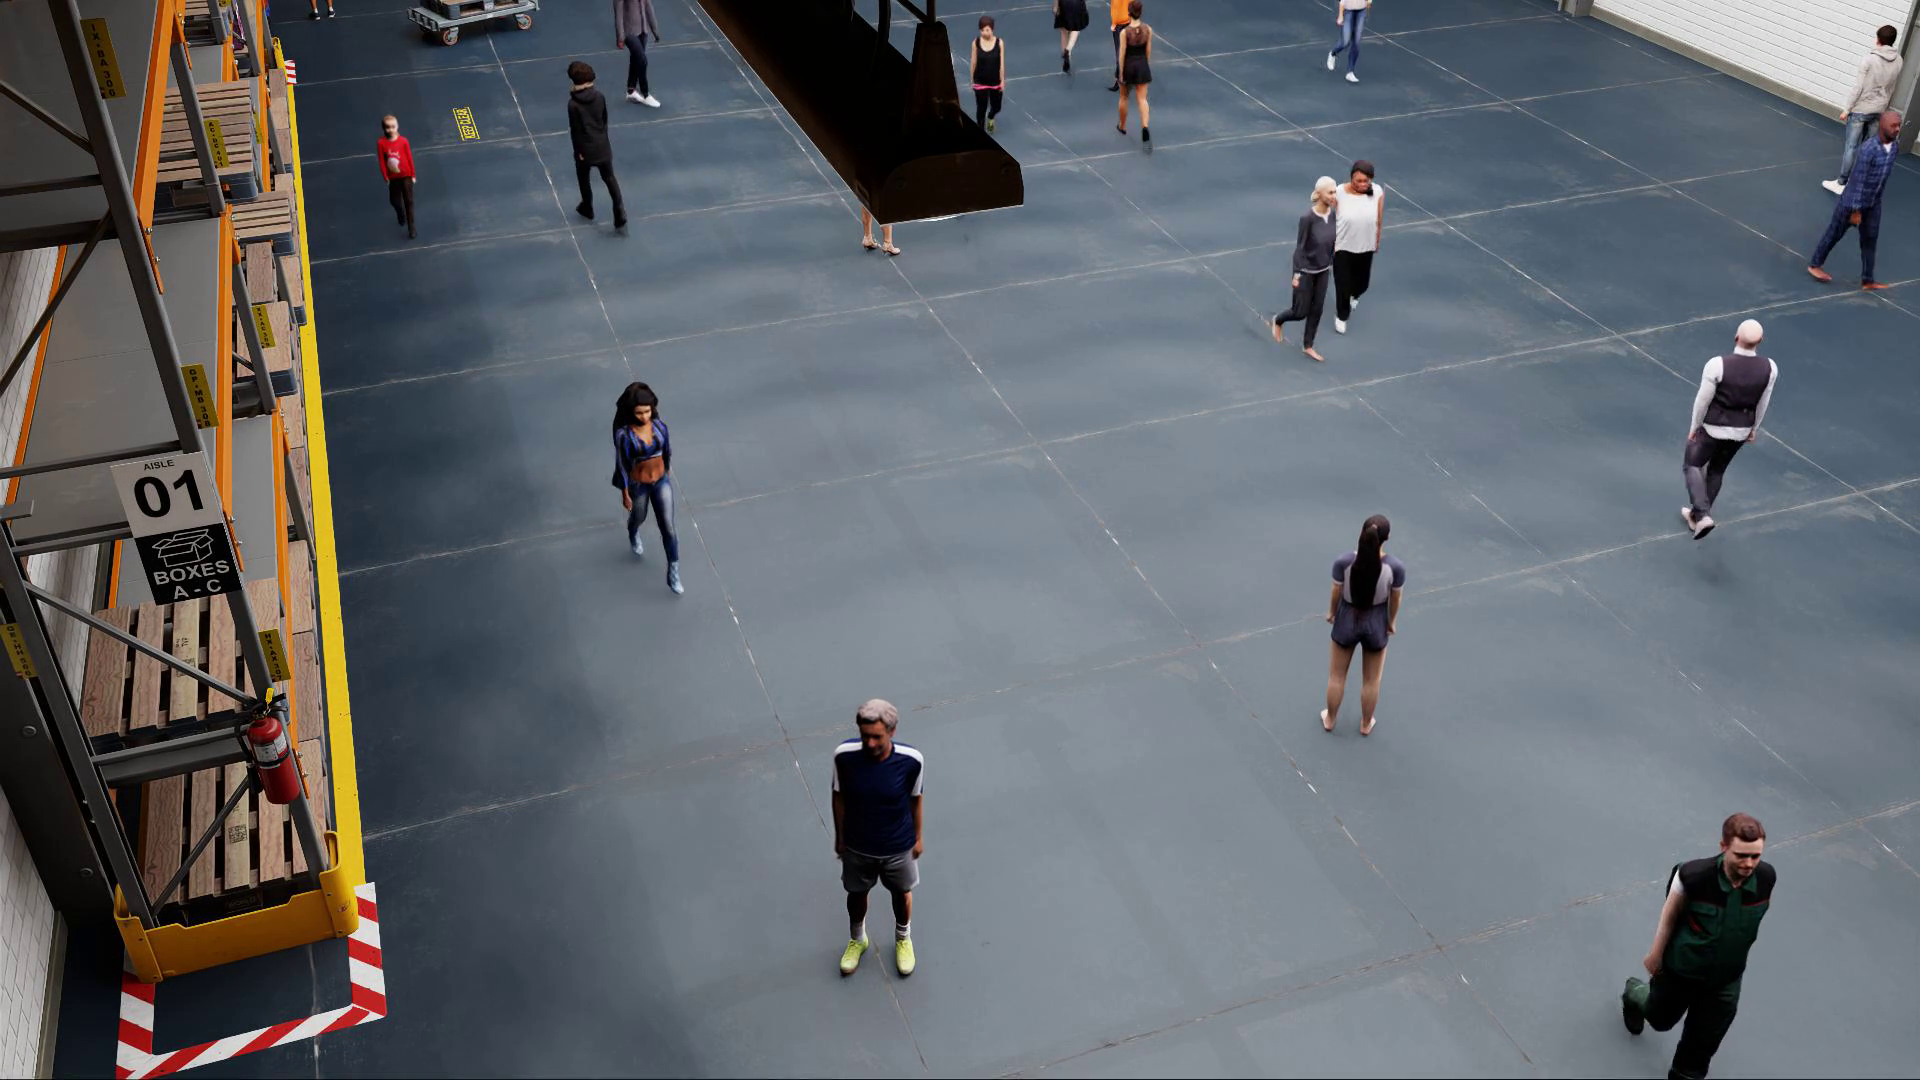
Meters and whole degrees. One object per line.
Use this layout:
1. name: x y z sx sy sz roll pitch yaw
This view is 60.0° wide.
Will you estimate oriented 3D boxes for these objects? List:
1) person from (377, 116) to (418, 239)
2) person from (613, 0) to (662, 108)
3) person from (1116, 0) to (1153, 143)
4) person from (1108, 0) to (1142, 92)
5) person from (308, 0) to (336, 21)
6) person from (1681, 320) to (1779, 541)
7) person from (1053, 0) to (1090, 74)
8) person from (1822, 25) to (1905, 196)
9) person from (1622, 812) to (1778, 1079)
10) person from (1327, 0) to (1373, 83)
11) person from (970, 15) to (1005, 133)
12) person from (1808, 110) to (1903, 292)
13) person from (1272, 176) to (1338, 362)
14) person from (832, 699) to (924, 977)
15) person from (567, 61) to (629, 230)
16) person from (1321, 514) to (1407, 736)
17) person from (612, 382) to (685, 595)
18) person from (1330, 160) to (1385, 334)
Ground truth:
1. person: -5.902 -3.849 17.513 0.508 1.273 0.689 -9 35 -13
2. person: -4.144 -6.343 20.793 1.055 1.794 0.991 18 37 25
3. person: 2.094 -5.530 19.698 0.686 1.653 1.044 -6 34 -9
4. person: 2.123 -6.610 21.237 0.680 1.748 0.651 -23 40 -30
5. person: -9.358 -8.419 23.932 0.648 1.776 0.573 -17 37 -24
6. person: 5.695 -0.767 12.396 0.928 1.804 1.086 2 34 4
7. person: 1.467 -6.959 21.772 0.848 1.737 0.943 5 34 7
8. person: 9.998 -4.728 18.317 0.701 1.846 0.622 -6 34 -9
9. person: 3.616 2.027 8.180 0.916 1.818 1.192 0 34 1
10. person: 5.073 -6.846 21.629 0.636 1.707 0.804 -10 35 -14
11. person: 0.332 -5.469 19.714 0.679 1.533 0.836 -2 34 -2
12. person: 8.761 -3.354 16.315 0.698 1.775 1.076 -13 36 -19
13. person: 3.132 -2.484 15.059 0.718 1.715 0.851 -19 38 -26
14. person: -0.433 1.569 8.850 0.711 1.838 0.688 1 34 2
15. person: -3.817 -4.128 17.498 0.810 1.753 1.180 -21 39 -28
16. person: 2.555 0.545 10.562 0.675 1.650 0.697 8 34 11
17. person: -2.302 -0.416 12.065 0.763 1.586 1.091 -18 38 -25
18. person: 3.686 -2.789 15.558 0.839 1.672 0.913 -2 34 -3
